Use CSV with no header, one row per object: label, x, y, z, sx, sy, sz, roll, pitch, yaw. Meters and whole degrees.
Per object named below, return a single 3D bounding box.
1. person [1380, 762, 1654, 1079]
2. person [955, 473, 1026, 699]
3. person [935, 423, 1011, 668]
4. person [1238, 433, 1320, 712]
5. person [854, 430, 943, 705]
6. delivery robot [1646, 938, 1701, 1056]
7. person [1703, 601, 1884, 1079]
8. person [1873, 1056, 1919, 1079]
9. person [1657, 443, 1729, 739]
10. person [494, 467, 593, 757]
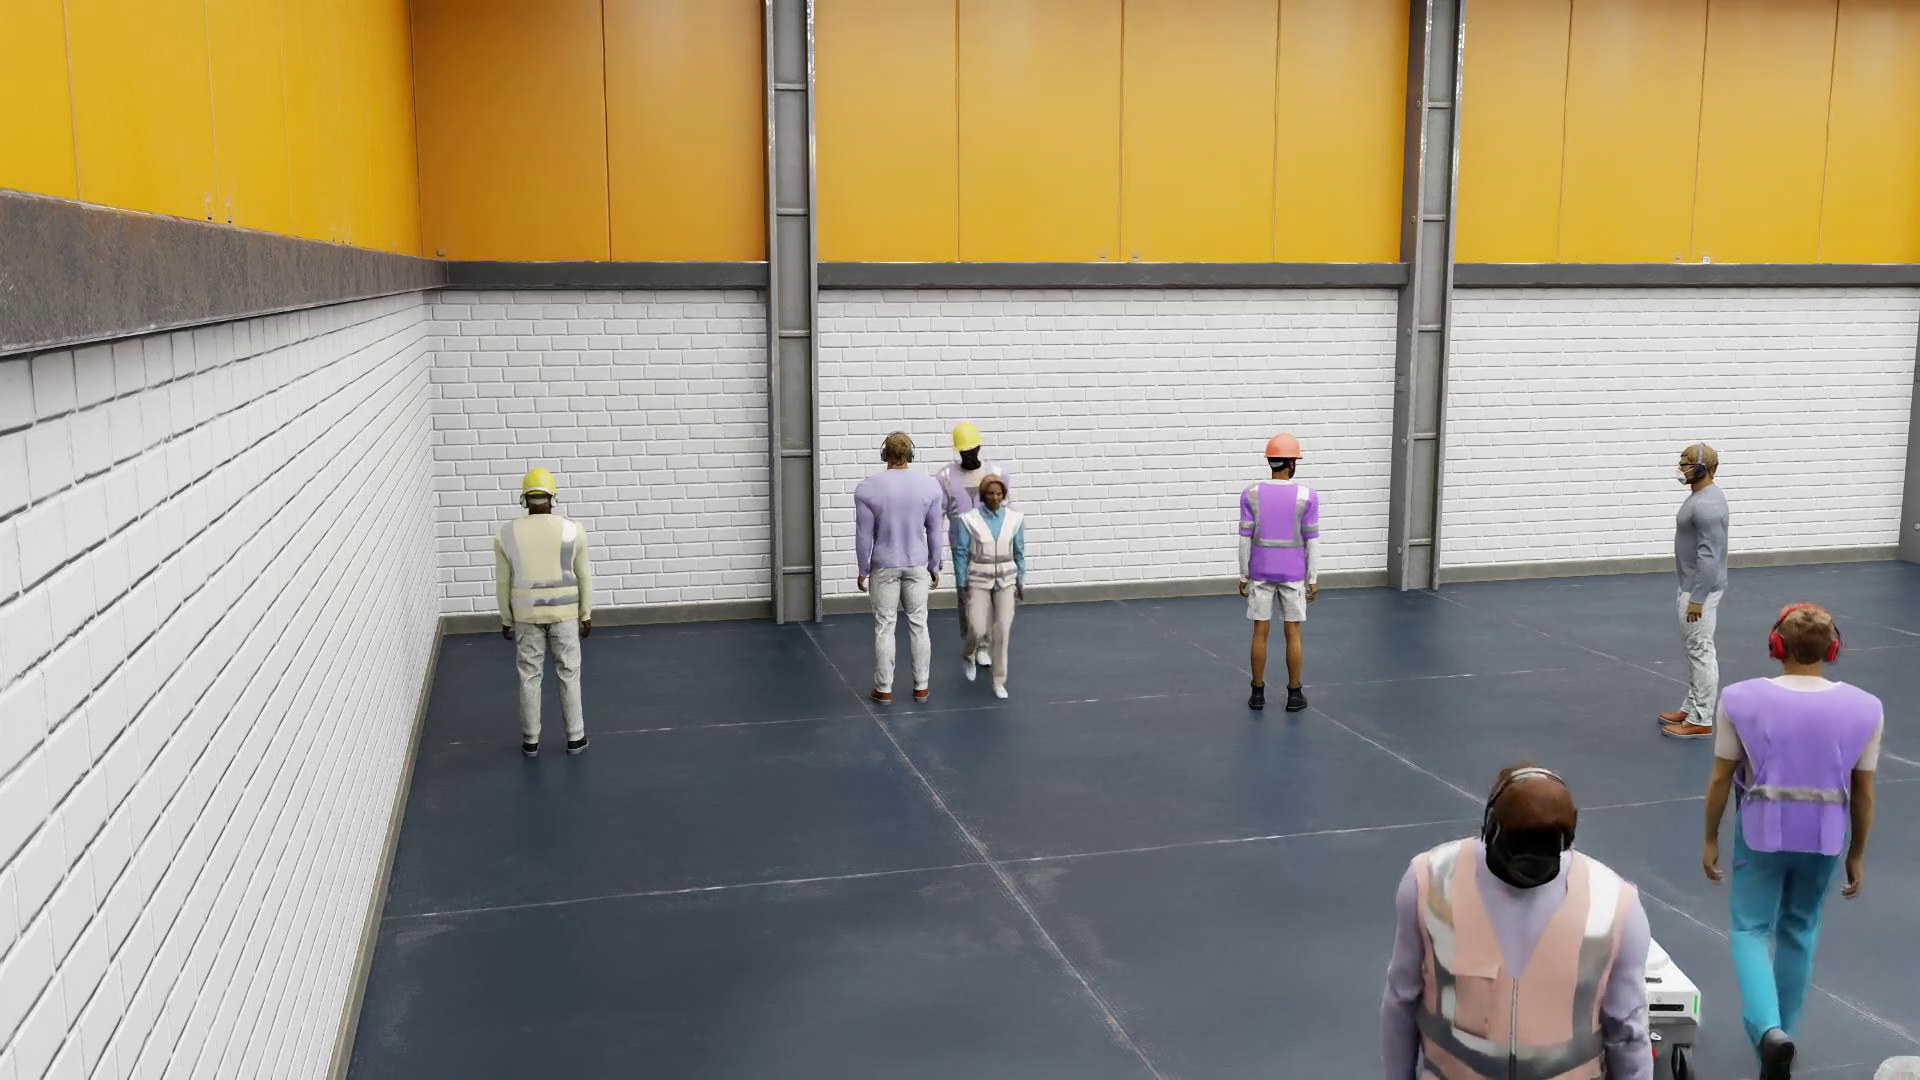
person,1.418,1.443,4.292,0.660,1.820,0.436,3,10,18
person,0.208,0.315,11.968,0.514,1.624,0.452,-2,9,-14
person,0.090,0.042,12.829,0.617,1.882,0.870,0,9,1
person,2.208,0.226,11.542,0.551,1.932,0.367,3,9,16
person,-0.432,0.197,11.708,0.630,1.940,0.372,-2,9,-13
delivery robot,2.569,1.686,6.432,0.477,0.478,0.707,0,9,2
person,3.086,1.143,6.185,0.571,1.823,0.716,2,9,14
person,1.910,1.618,3.142,0.545,1.840,0.633,6,11,34
person,4.815,0.332,10.869,0.366,1.938,0.630,4,10,21
person,-2.599,0.455,10.446,0.587,1.828,0.404,-2,9,-10
